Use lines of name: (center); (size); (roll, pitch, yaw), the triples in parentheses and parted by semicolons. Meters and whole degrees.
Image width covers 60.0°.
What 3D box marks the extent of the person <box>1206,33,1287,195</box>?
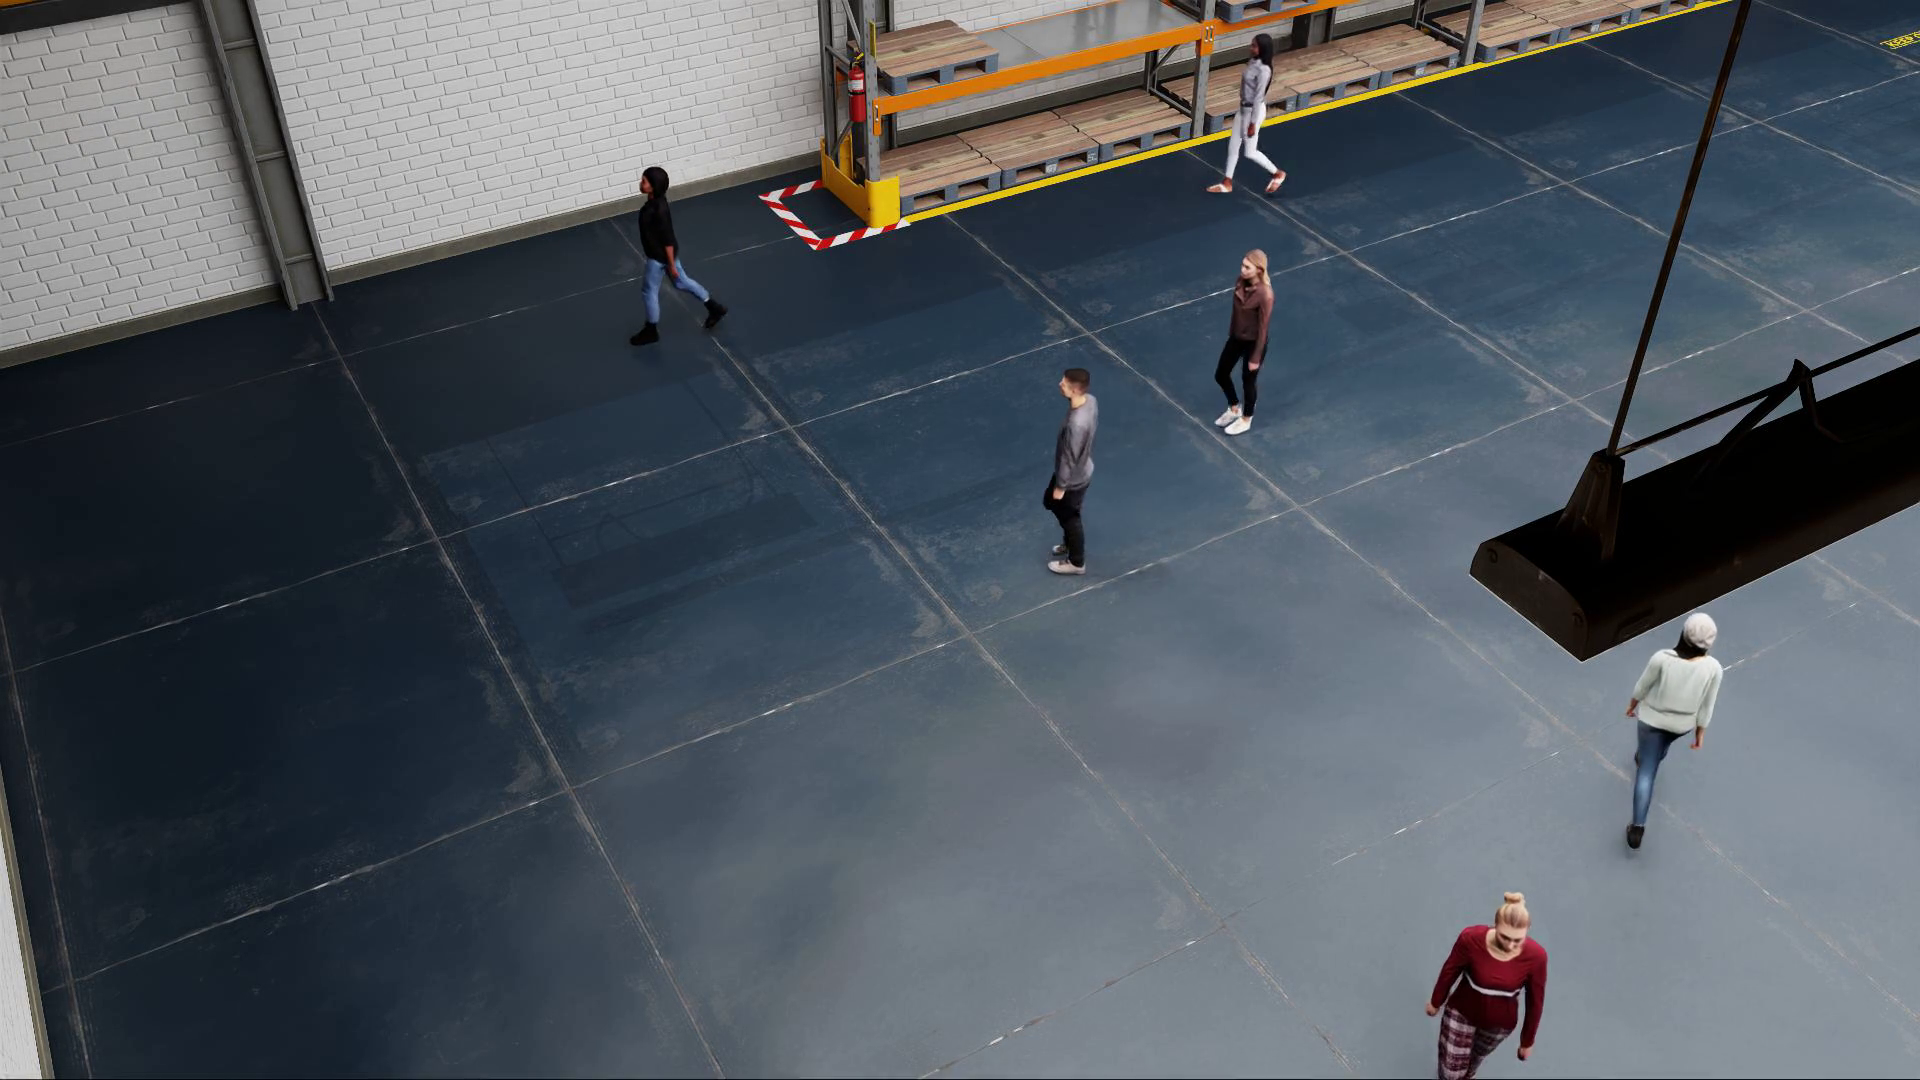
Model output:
person: (2.989, -4.254, 16.729); (1.107, 1.705, 0.889); (-3, 39, -3)

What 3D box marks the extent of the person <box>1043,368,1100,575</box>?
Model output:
person: (0.887, -0.462, 11.942); (0.783, 1.751, 0.735); (6, 39, 7)

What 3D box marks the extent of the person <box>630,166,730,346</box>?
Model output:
person: (-2.504, -2.486, 14.551); (1.189, 1.659, 0.808); (-8, 39, -9)

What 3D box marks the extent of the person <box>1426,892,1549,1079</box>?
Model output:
person: (2.658, 2.345, 8.482); (0.898, 1.682, 0.954); (7, 39, 8)

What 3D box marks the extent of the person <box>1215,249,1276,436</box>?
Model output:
person: (2.384, -1.605, 13.418); (0.537, 1.697, 0.613); (-19, 42, -22)

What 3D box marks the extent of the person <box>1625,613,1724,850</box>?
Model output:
person: (4.265, 1.150, 10.046); (1.090, 1.599, 1.155); (10, 40, 12)
